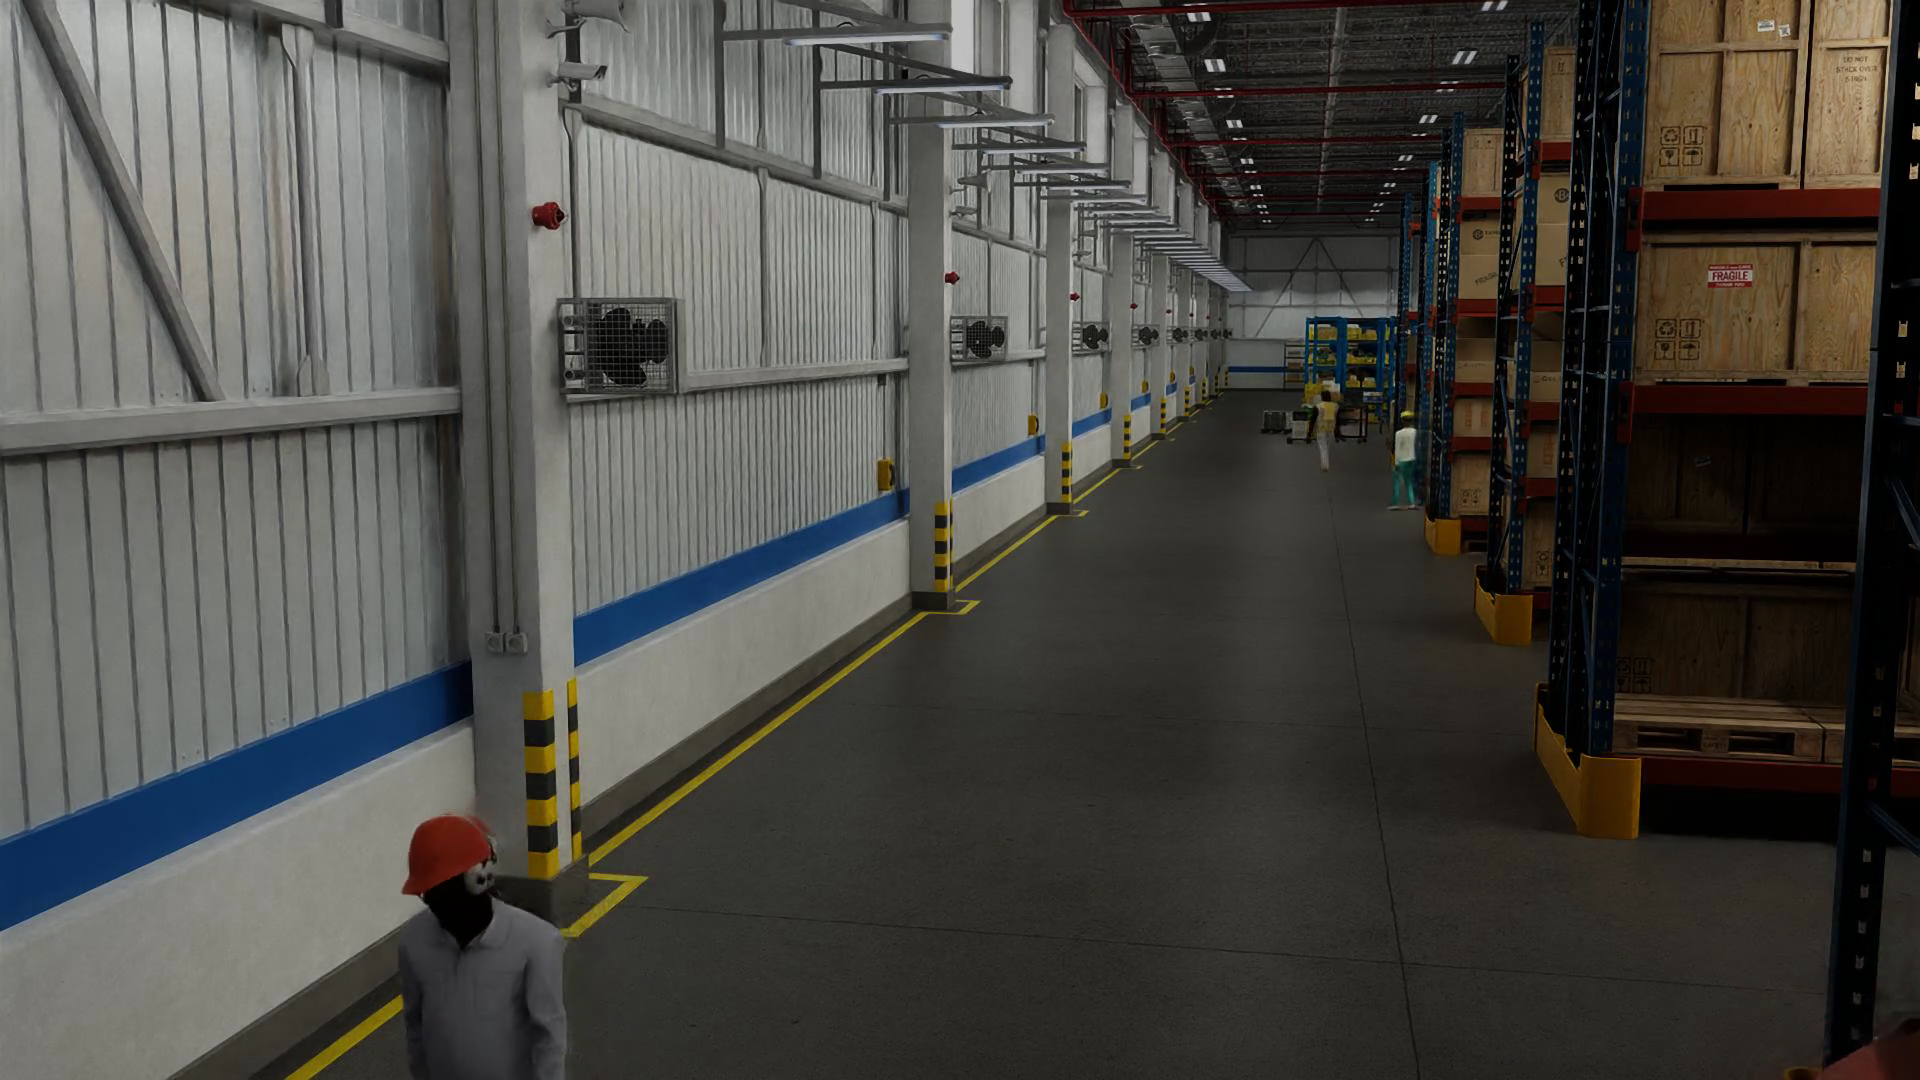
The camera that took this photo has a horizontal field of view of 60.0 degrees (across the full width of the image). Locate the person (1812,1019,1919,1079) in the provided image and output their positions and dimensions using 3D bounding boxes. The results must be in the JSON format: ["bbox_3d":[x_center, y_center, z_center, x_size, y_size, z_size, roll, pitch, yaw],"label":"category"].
[{"bbox_3d":[2.039,1.749,3.429,0.669,1.871,0.672,-2,7,-14],"label":"person"}]

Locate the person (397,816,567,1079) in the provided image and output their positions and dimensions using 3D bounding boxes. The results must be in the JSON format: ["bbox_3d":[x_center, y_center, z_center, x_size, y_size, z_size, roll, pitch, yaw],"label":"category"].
[{"bbox_3d":[-1.419,1.645,4.901,0.564,1.691,0.919,1,7,8],"label":"person"}]

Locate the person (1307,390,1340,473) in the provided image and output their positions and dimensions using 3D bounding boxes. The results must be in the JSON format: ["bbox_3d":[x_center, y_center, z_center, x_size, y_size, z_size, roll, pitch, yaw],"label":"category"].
[{"bbox_3d":[8.044,-2.415,36.963,0.643,1.802,0.855,-2,7,-17],"label":"person"}]

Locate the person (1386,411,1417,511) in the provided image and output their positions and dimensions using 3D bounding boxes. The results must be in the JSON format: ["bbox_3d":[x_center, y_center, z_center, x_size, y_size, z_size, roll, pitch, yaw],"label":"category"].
[{"bbox_3d":[7.723,-1.378,28.998,0.533,1.732,0.463,-4,8,-27],"label":"person"}]
